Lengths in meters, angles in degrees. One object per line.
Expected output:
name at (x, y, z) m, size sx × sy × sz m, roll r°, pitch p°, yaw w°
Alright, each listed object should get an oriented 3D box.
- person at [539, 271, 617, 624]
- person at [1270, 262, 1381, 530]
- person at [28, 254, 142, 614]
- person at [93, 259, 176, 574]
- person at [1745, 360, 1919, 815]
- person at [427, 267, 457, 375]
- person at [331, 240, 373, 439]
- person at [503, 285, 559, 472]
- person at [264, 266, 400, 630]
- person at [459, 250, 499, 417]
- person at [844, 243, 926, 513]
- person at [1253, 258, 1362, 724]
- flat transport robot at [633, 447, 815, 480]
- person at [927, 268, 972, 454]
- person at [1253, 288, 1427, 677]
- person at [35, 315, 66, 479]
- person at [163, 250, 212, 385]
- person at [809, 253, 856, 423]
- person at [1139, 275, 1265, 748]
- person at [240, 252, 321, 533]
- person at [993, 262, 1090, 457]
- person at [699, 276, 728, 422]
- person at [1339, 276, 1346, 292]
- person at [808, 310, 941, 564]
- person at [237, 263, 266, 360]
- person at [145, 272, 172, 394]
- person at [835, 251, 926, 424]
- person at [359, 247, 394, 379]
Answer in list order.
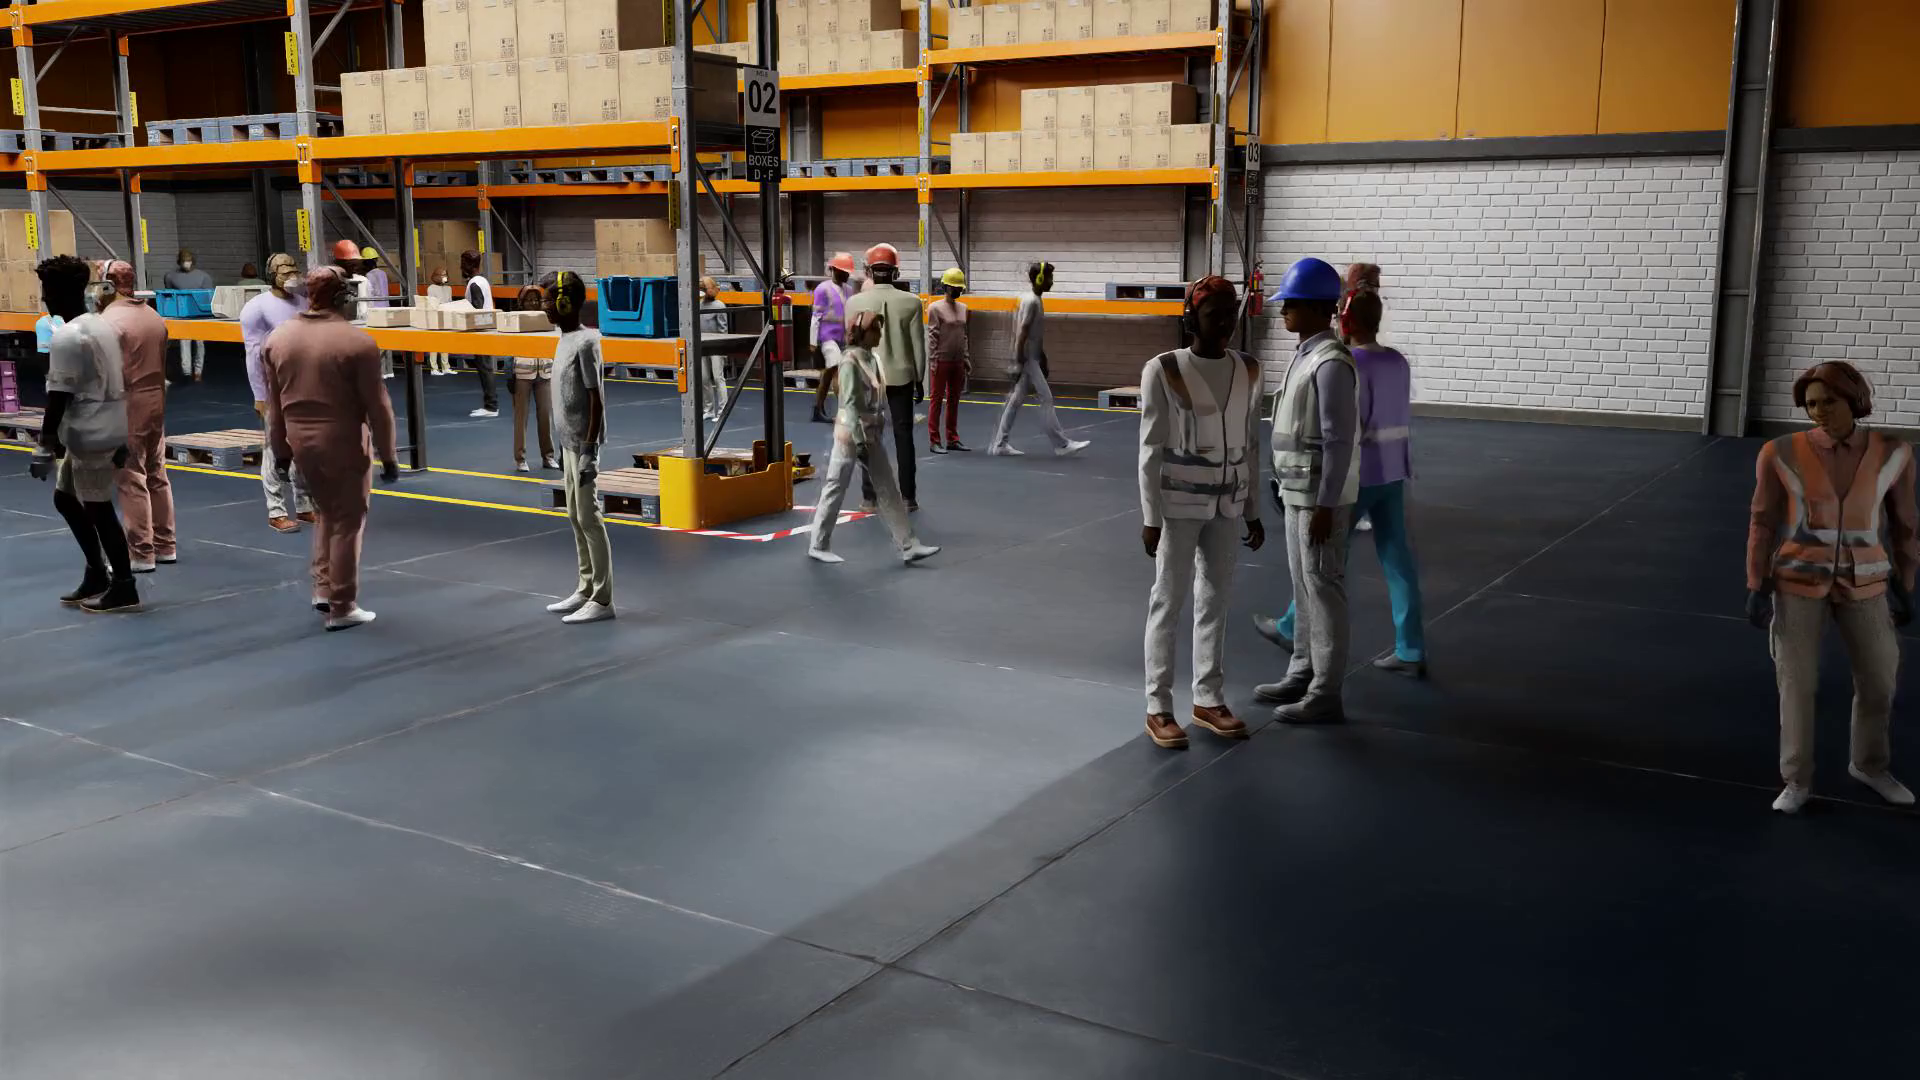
person at (-2.035, -0.487, 8.822) m, size 0.314 × 1.862 × 0.535 m, roll -5°, pitch 11°, yaw -27°
person at (2.576, -0.987, 11.563) m, size 0.674 × 1.873 × 0.699 m, roll 1°, pitch 10°, yaw 3°
person at (-4.757, -0.551, 8.936) m, size 0.590 × 1.941 × 0.613 m, roll -3°, pitch 11°, yaw -15°
person at (-5.088, -0.750, 10.160) m, size 0.406 × 1.904 × 0.654 m, roll 0°, pitch 10°, yaw 3°
person at (3.084, 0.173, 5.865) m, size 0.622 × 1.611 × 0.427 m, roll 3°, pitch 11°, yaw 16°
person at (-7.802, -3.287, 25.003) m, size 0.284 × 1.627 × 0.493 m, roll 4°, pitch 11°, yaw 23°
person at (-6.200, -2.027, 16.905) m, size 0.492 × 2.023 × 0.627 m, roll 5°, pitch 11°, yaw 26°
person at (-3.759, -1.415, 14.608) m, size 0.515 × 1.635 × 0.312 m, roll -8°, pitch 13°, yaw -38°
person at (-3.239, -0.482, 8.721) m, size 0.669 × 1.887 × 0.517 m, roll 3°, pitch 11°, yaw 17°
person at (-5.520, -2.373, 19.166) m, size 0.409 × 1.908 × 0.596 m, roll -2°, pitch 10°, yaw -11°
person at (-0.554, -1.196, 12.380) m, size 0.608 × 1.996 × 0.379 m, roll -1°, pitch 10°, yaw -4°
person at (1.476, -0.201, 6.999) m, size 0.405 × 1.948 × 0.605 m, roll 0°, pitch 10°, yaw -1°
flat transport robot at (-2.017, -0.643, 14.098) m, size 1.431 × 0.197 × 0.652 m, roll 4°, pitch 11°, yaw 20°
person at (-0.091, -1.702, 15.848) m, size 0.328 × 1.760 × 0.524 m, roll 10°, pitch 14°, yaw 43°
person at (1.855, -0.283, 7.876) m, size 0.591 × 1.789 × 0.971 m, roll -8°, pitch 13°, yaw -37°
person at (-7.521, -1.355, 14.091) m, size 0.318 × 1.697 × 0.533 m, roll 6°, pitch 12°, yaw 28°
person at (-10.843, -3.133, 23.442) m, size 0.641 × 1.877 × 1.042 m, roll -4°, pitch 11°, yaw -22°
person at (-1.307, -2.188, 18.222) m, size 0.932 × 1.872 × 0.585 m, roll 7°, pitch 12°, yaw 33°
person at (0.977, -0.114, 6.704) m, size 0.574 × 1.882 × 0.358 m, roll -5°, pitch 11°, yaw -26°
person at (-4.679, -1.027, 11.604) m, size 0.359 × 1.938 × 0.635 m, roll 5°, pitch 11°, yaw 25°
person at (0.738, -1.664, 15.495) m, size 0.956 × 1.807 × 0.539 m, roll 1°, pitch 10°, yaw 4°
person at (-2.791, -2.130, 18.587) m, size 0.512 × 1.623 × 0.287 m, roll 9°, pitch 13°, yaw 39°
person at (2.861, -1.137, 12.735) m, size 0.510 × 1.752 × 0.542 m, roll 6°, pitch 12°, yaw 29°
person at (-0.580, -0.621, 10.324) m, size 0.872 × 1.590 × 0.537 m, roll 4°, pitch 11°, yaw 22°
person at (-11.965, -3.862, 28.148) m, size 0.284 × 1.636 × 0.500 m, roll 9°, pitch 14°, yaw 42°
person at (-10.100, -2.532, 20.634) m, size 0.548 × 1.682 × 0.545 m, roll 1°, pitch 10°, yaw 6°
person at (-0.917, -2.227, 18.260) m, size 1.019 × 1.947 × 0.620 m, roll 0°, pitch 10°, yaw 0°
person at (-8.521, -3.297, 24.244) m, size 0.397 × 1.918 × 0.588 m, roll 1°, pitch 10°, yaw 3°
